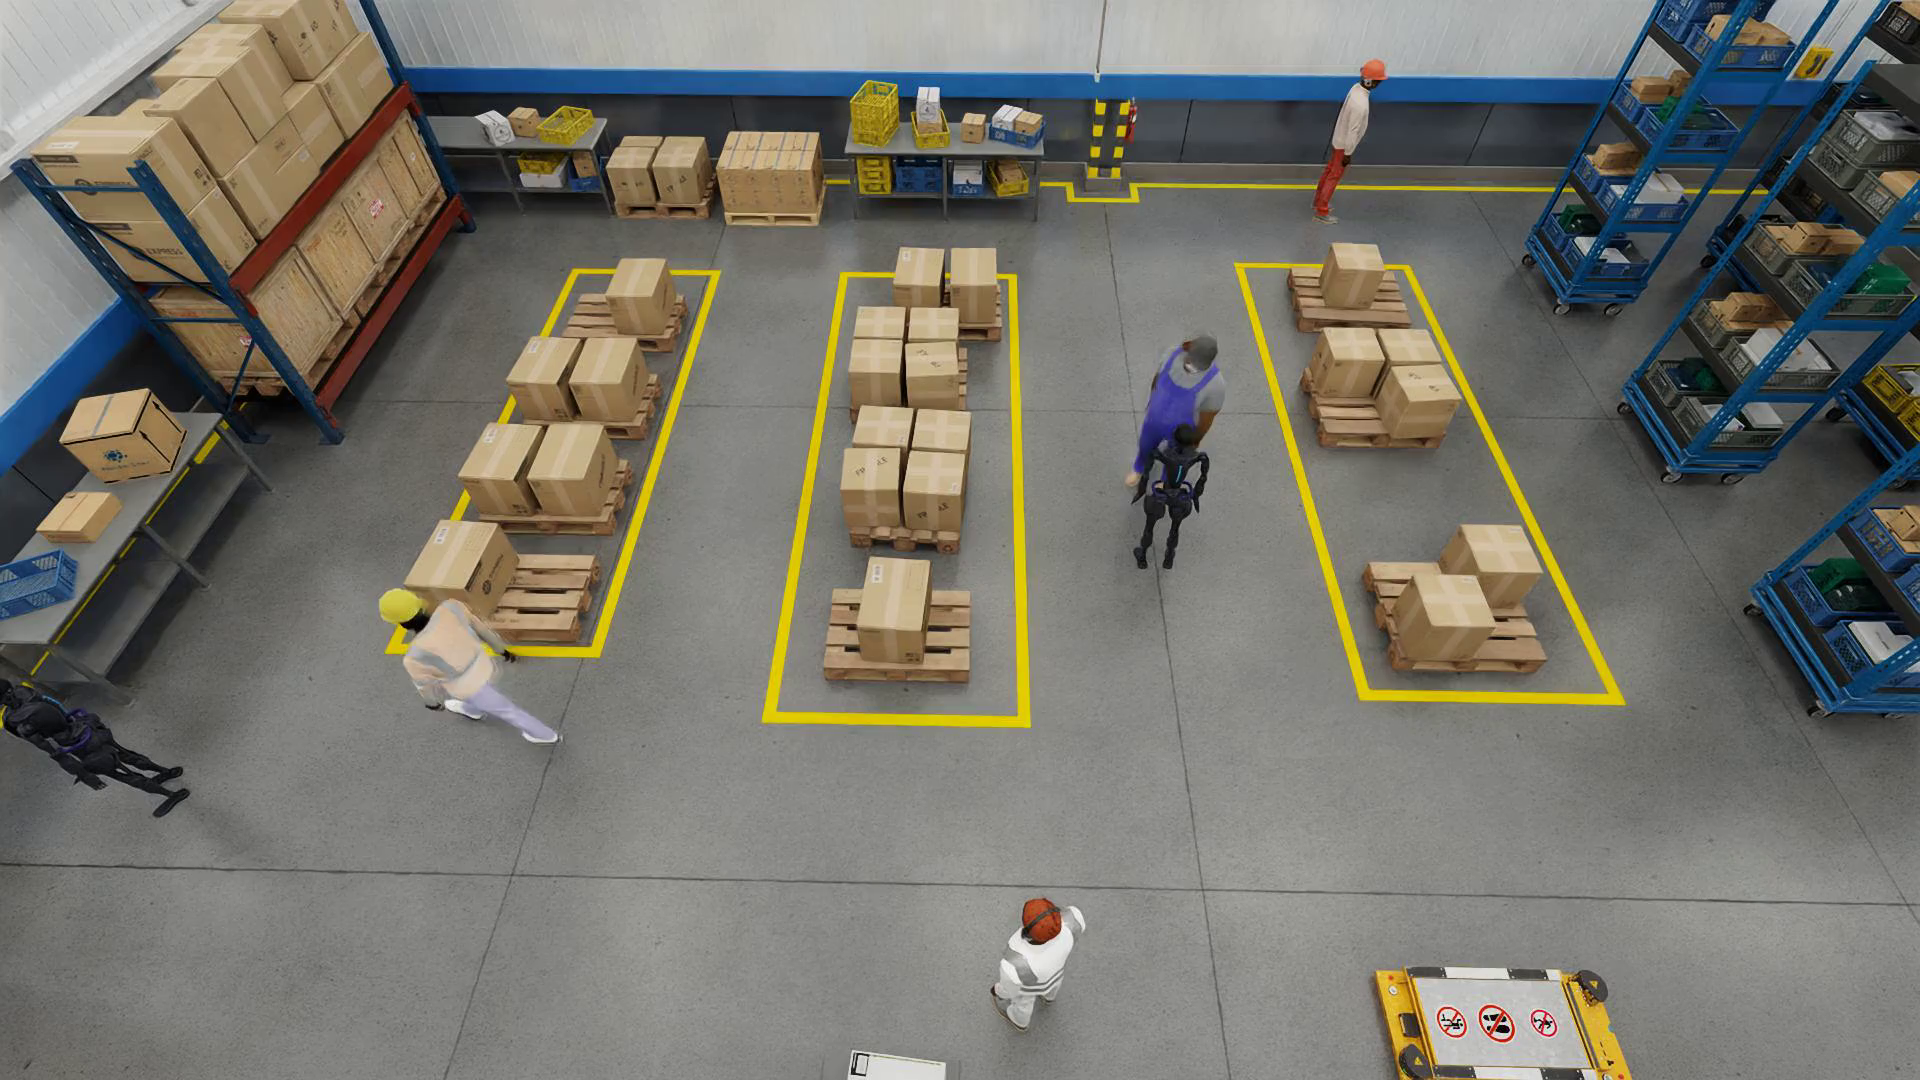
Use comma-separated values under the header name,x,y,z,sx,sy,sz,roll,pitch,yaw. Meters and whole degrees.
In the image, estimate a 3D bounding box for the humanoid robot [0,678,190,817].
name,x,y,z,sx,sy,sz,roll,pitch,yaw
humanoid robot,-6.124,1.429,6.407,0.325,1.650,0.567,-32,58,-24

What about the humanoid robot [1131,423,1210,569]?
name,x,y,z,sx,sy,sz,roll,pitch,yaw
humanoid robot,1.790,-0.370,7.867,0.589,1.660,0.327,2,51,2

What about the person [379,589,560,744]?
name,x,y,z,sx,sy,sz,roll,pitch,yaw
person,-3.655,0.961,6.673,0.999,1.857,0.591,7,51,5

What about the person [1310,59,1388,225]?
name,x,y,z,sx,sy,sz,roll,pitch,yaw
person,4.823,-4.946,11.405,0.392,1.992,0.621,9,51,7

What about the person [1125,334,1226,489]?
name,x,y,z,sx,sy,sz,roll,pitch,yaw
person,1.947,-1.092,8.234,0.723,2.000,0.563,38,60,26

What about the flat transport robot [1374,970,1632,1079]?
name,x,y,z,sx,sy,sz,roll,pitch,yaw
flat transport robot,3.501,3.133,5.914,1.431,0.197,0.652,1,51,1

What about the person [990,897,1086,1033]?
name,x,y,z,sx,sy,sz,roll,pitch,yaw
person,0.431,2.501,5.406,0.573,1.883,0.355,-31,57,-23
